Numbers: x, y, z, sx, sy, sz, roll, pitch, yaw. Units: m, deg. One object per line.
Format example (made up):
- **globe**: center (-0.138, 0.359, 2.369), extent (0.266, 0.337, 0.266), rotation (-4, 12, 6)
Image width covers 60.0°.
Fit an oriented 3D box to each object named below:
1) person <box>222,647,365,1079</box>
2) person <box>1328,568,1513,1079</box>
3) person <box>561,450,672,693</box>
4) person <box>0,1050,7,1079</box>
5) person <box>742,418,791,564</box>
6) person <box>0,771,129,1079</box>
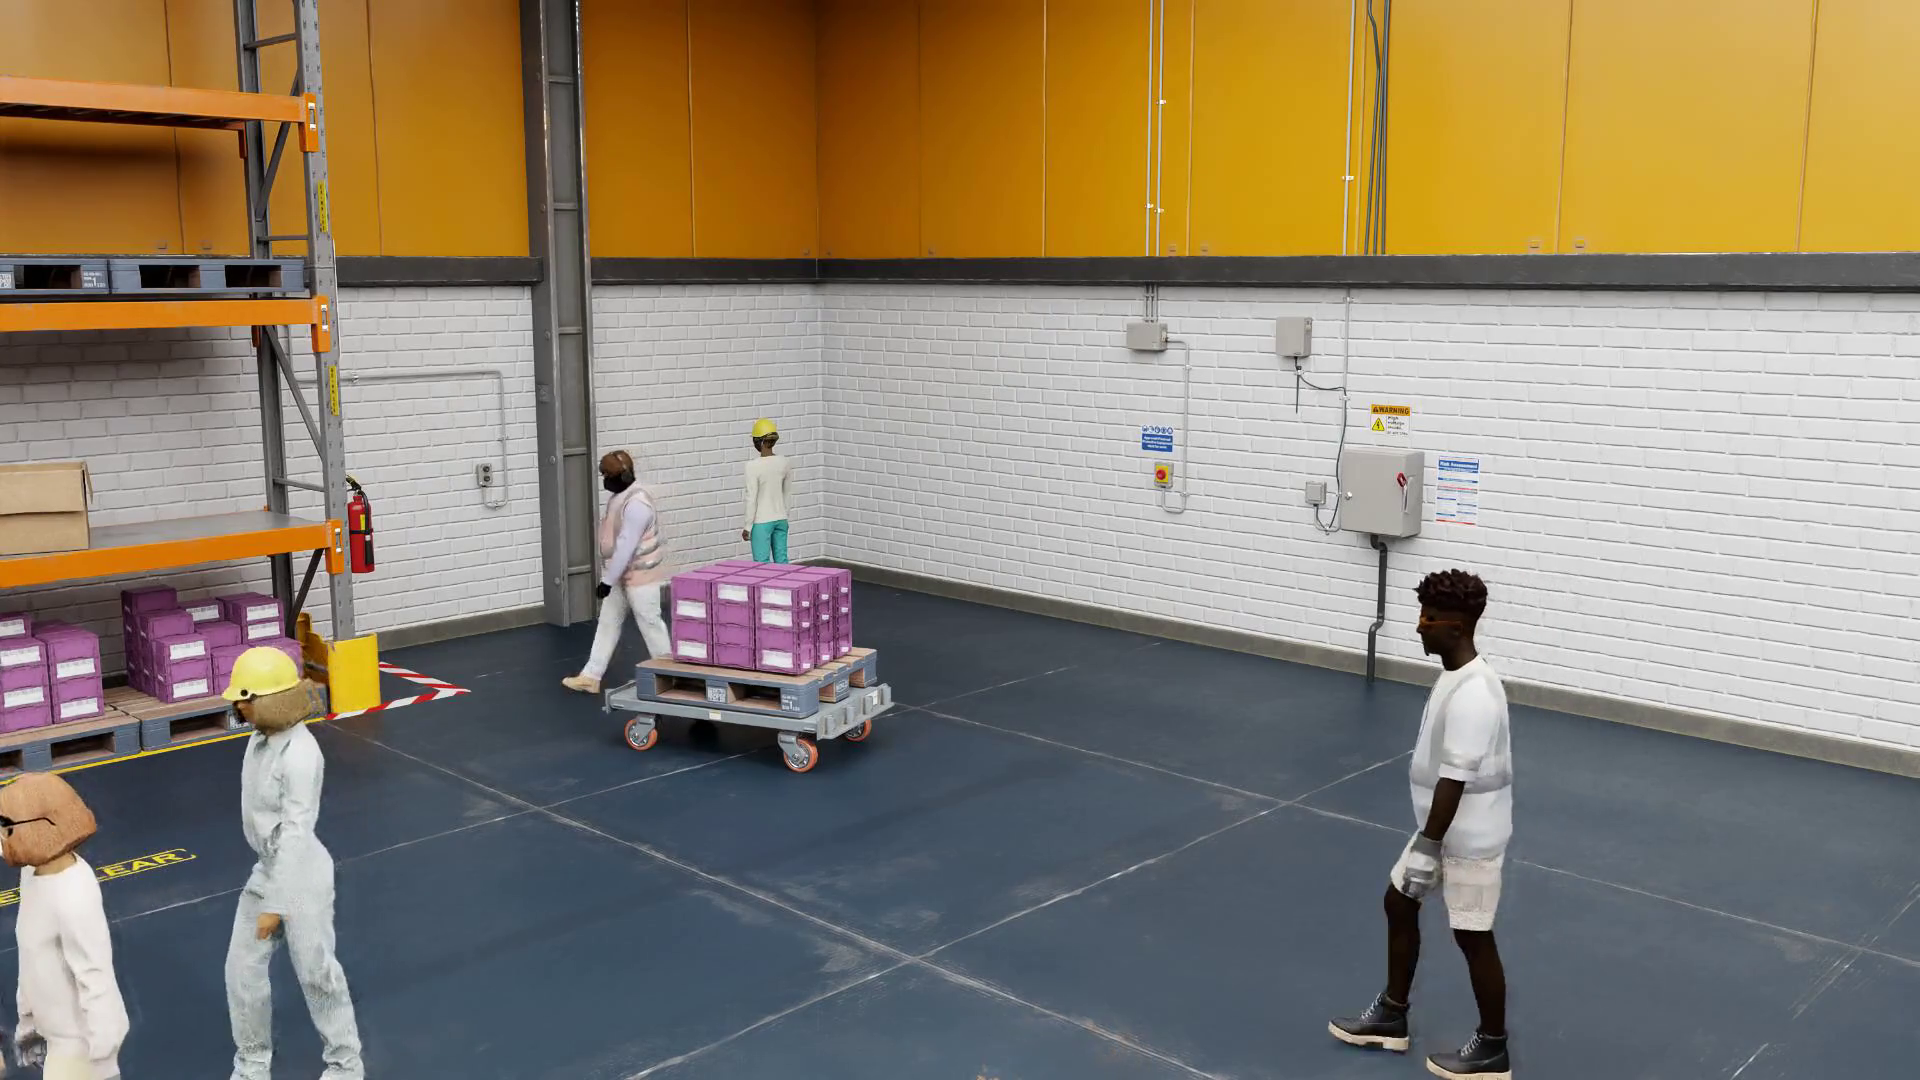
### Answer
- **person**: center (-2.419, 1.222, 5.896), extent (0.577, 1.719, 0.509), rotation (-8, 13, -42)
- **person**: center (1.724, 1.068, 6.201), extent (0.797, 1.939, 0.610), rotation (1, 9, 8)
- **person**: center (-2.376, 0.259, 11.634), extent (0.885, 1.784, 0.660), rotation (-5, 10, -26)
- **person**: center (-3.862, 1.246, 5.914), extent (0.790, 1.658, 0.547), rotation (-8, 12, -42)
- **person**: center (-1.655, -0.155, 14.214), extent (0.311, 1.768, 0.532), rotation (7, 12, 38)
- **person**: center (-2.563, 1.455, 4.799), extent (0.356, 1.623, 0.506), rotation (-7, 11, -36)
